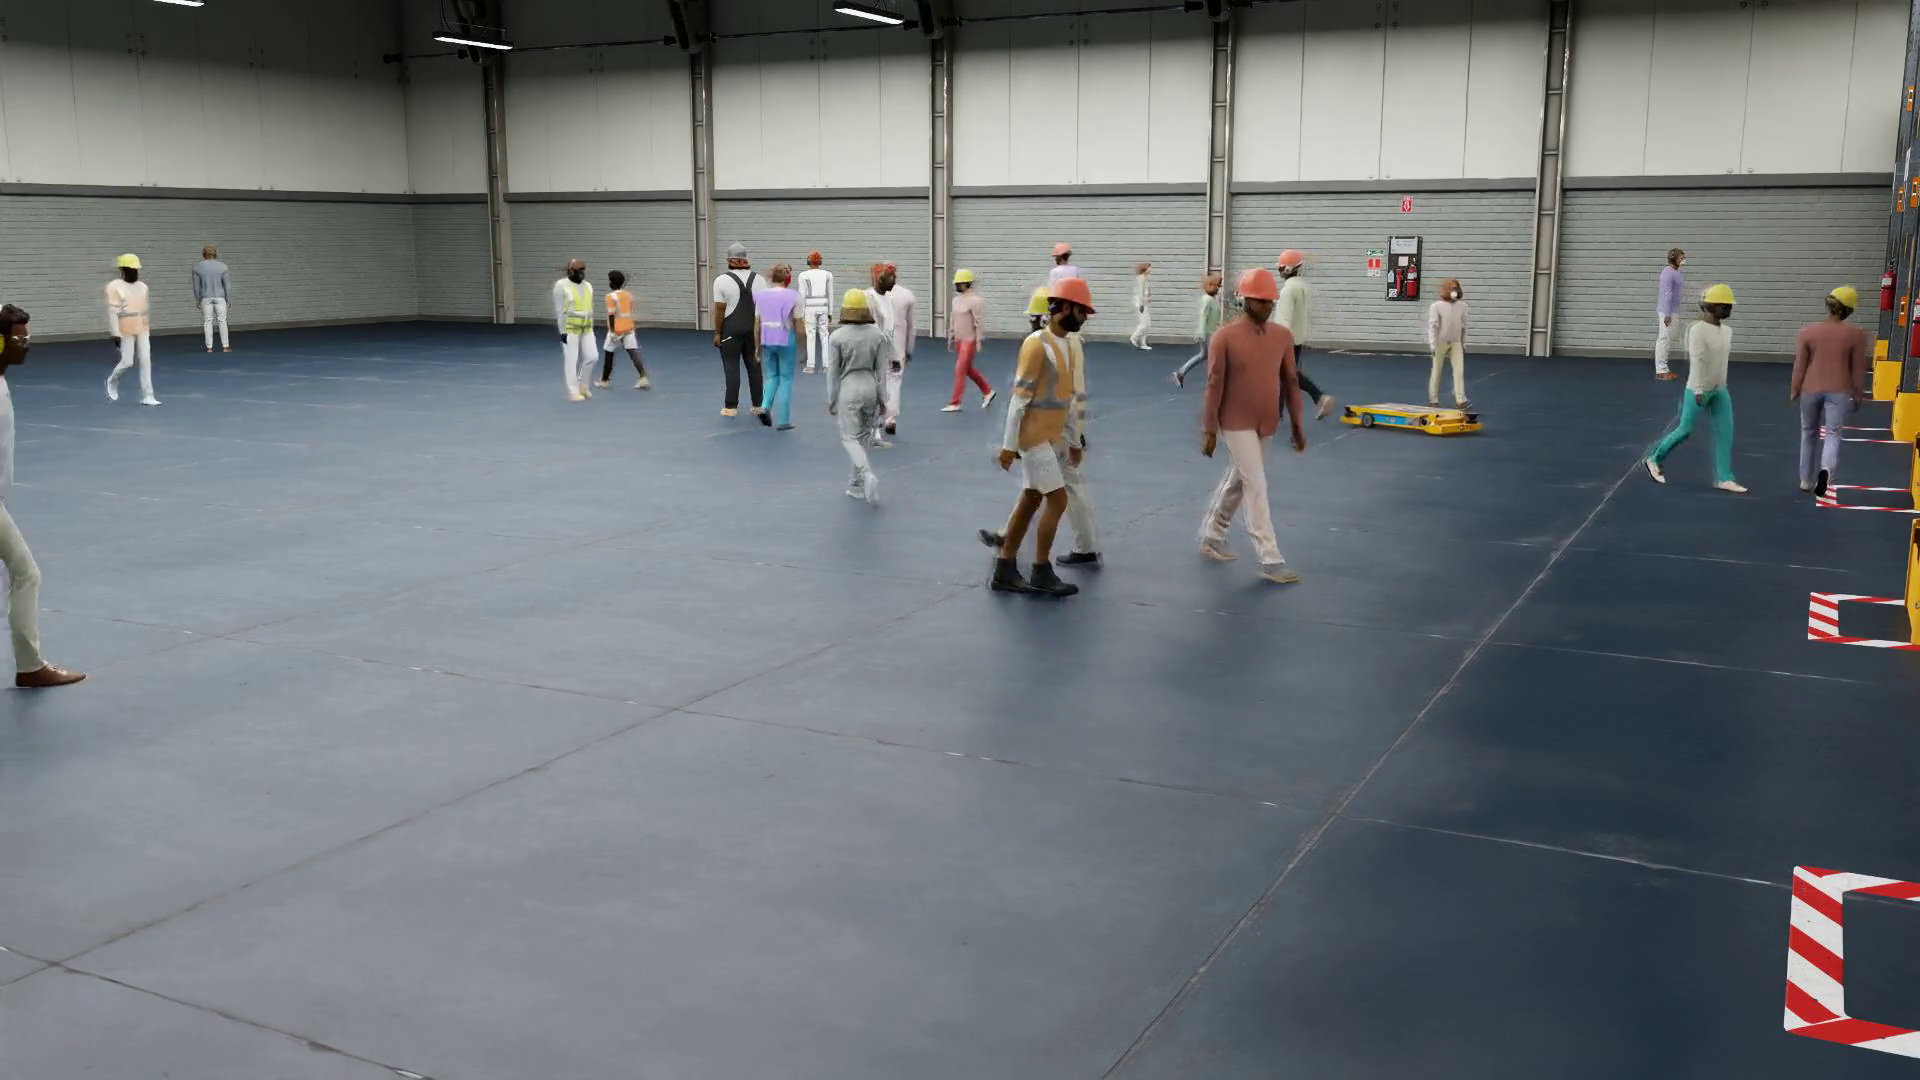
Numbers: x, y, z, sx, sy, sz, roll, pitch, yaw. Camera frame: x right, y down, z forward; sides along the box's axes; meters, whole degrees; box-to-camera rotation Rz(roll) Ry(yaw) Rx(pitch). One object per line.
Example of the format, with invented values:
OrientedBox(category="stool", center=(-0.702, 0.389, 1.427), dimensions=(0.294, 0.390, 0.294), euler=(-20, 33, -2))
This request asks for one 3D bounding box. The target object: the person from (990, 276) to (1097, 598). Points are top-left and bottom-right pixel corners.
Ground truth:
OrientedBox(category="person", center=(0.489, -0.599, 9.797), dimensions=(0.712, 1.887, 0.559), euler=(4, 11, 21))

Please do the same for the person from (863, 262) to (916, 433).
OrientedBox(category="person", center=(-0.796, -2.098, 18.118), dimensions=(0.650, 1.852, 0.971), euler=(0, 10, -1))

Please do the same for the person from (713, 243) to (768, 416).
OrientedBox(category="person", center=(-2.635, -2.492, 19.722), dimensions=(0.688, 2.000, 0.536), euler=(-6, 12, -32))

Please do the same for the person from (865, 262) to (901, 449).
OrientedBox(category="person", center=(-0.813, -1.830, 16.575), dimensions=(0.422, 1.864, 0.572), euler=(4, 11, 20))

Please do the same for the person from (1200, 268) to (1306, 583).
OrientedBox(category="person", center=(1.845, -0.750, 10.561), dimensions=(0.629, 1.935, 1.084), euler=(-6, 12, -28))

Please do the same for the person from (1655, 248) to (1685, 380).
OrientedBox(category="person", center=(10.525, -3.342, 24.640), dimensions=(0.373, 1.940, 0.629), euler=(6, 12, 31))

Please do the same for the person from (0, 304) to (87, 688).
OrientedBox(category="person", center=(-4.610, -0.173, 7.681), dimensions=(0.802, 1.826, 0.534), euler=(-5, 12, -27))

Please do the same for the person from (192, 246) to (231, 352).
OrientedBox(category="person", center=(-13.639, -4.392, 30.365), dimensions=(0.629, 1.940, 0.372), euler=(-4, 11, -20))

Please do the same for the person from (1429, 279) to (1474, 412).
OrientedBox(category="person", center=(5.919, -2.329, 20.046), dimensions=(0.522, 1.596, 0.825), euler=(-2, 11, -8))

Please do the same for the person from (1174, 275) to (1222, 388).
OrientedBox(category="person", center=(3.334, -2.844, 22.866), dimensions=(0.734, 1.598, 0.538), euler=(4, 11, 22))

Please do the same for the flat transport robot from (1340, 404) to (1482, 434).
OrientedBox(category="flat transport robot", center=(4.958, -1.353, 18.337), dimensions=(0.652, 0.197, 1.431), euler=(-7, 13, -34))

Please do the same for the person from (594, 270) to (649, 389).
OrientedBox(category="person", center=(-4.696, -2.908, 23.059), dimensions=(0.896, 1.656, 0.536), euler=(6, 12, 32))

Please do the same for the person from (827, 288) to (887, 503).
OrientedBox(category="person", center=(-0.790, -1.139, 13.252), dimensions=(0.486, 1.720, 0.740), euler=(-5, 11, -23))

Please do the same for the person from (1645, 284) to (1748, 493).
OrientedBox(category="person", center=(6.252, -1.295, 14.030), dimensions=(0.523, 1.732, 0.844), euler=(-5, 12, -26))

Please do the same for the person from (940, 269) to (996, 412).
OrientedBox(category="person", center=(0.110, -2.444, 20.304), dimensions=(0.849, 1.733, 0.535), euler=(-7, 13, -34))

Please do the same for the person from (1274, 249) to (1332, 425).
OrientedBox(category="person", center=(3.746, -2.254, 18.592), dimensions=(0.744, 1.977, 0.626), euler=(6, 12, 31))

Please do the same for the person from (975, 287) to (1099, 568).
OrientedBox(category="person", center=(0.503, -0.717, 10.689), dimensions=(0.906, 1.790, 0.607), euler=(4, 11, 20))

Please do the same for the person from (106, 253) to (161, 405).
OrientedBox(category="person", center=(-10.441, -2.645, 20.912), dimensions=(0.710, 1.910, 0.598), euler=(5, 12, 26))

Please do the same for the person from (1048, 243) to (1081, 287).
OrientedBox(category="person", center=(1.612, -3.607, 25.935), dimensions=(0.625, 2.013, 0.890), euler=(-10, 14, -42))

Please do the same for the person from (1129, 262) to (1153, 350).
OrientedBox(category="person", center=(3.425, -4.348, 30.946), dimensions=(0.366, 1.627, 0.534), euler=(3, 11, 14))

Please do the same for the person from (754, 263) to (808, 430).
OrientedBox(category="person", center=(-1.976, -2.112, 18.229), dimensions=(0.571, 1.833, 0.432), euler=(5, 11, 25))

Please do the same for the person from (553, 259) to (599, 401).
OrientedBox(category="person", center=(-4.939, -2.694, 21.432), dimensions=(0.446, 1.826, 0.632), euler=(8, 13, 39))

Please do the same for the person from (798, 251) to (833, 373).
OrientedBox(category="person", center=(-2.239, -3.529, 25.811), dimensions=(0.576, 1.882, 0.355), euler=(-5, 12, -27))

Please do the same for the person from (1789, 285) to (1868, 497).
OrientedBox(category="person", center=(7.085, -1.213, 13.595), dimensions=(0.539, 1.728, 0.735), euler=(6, 12, 30))
